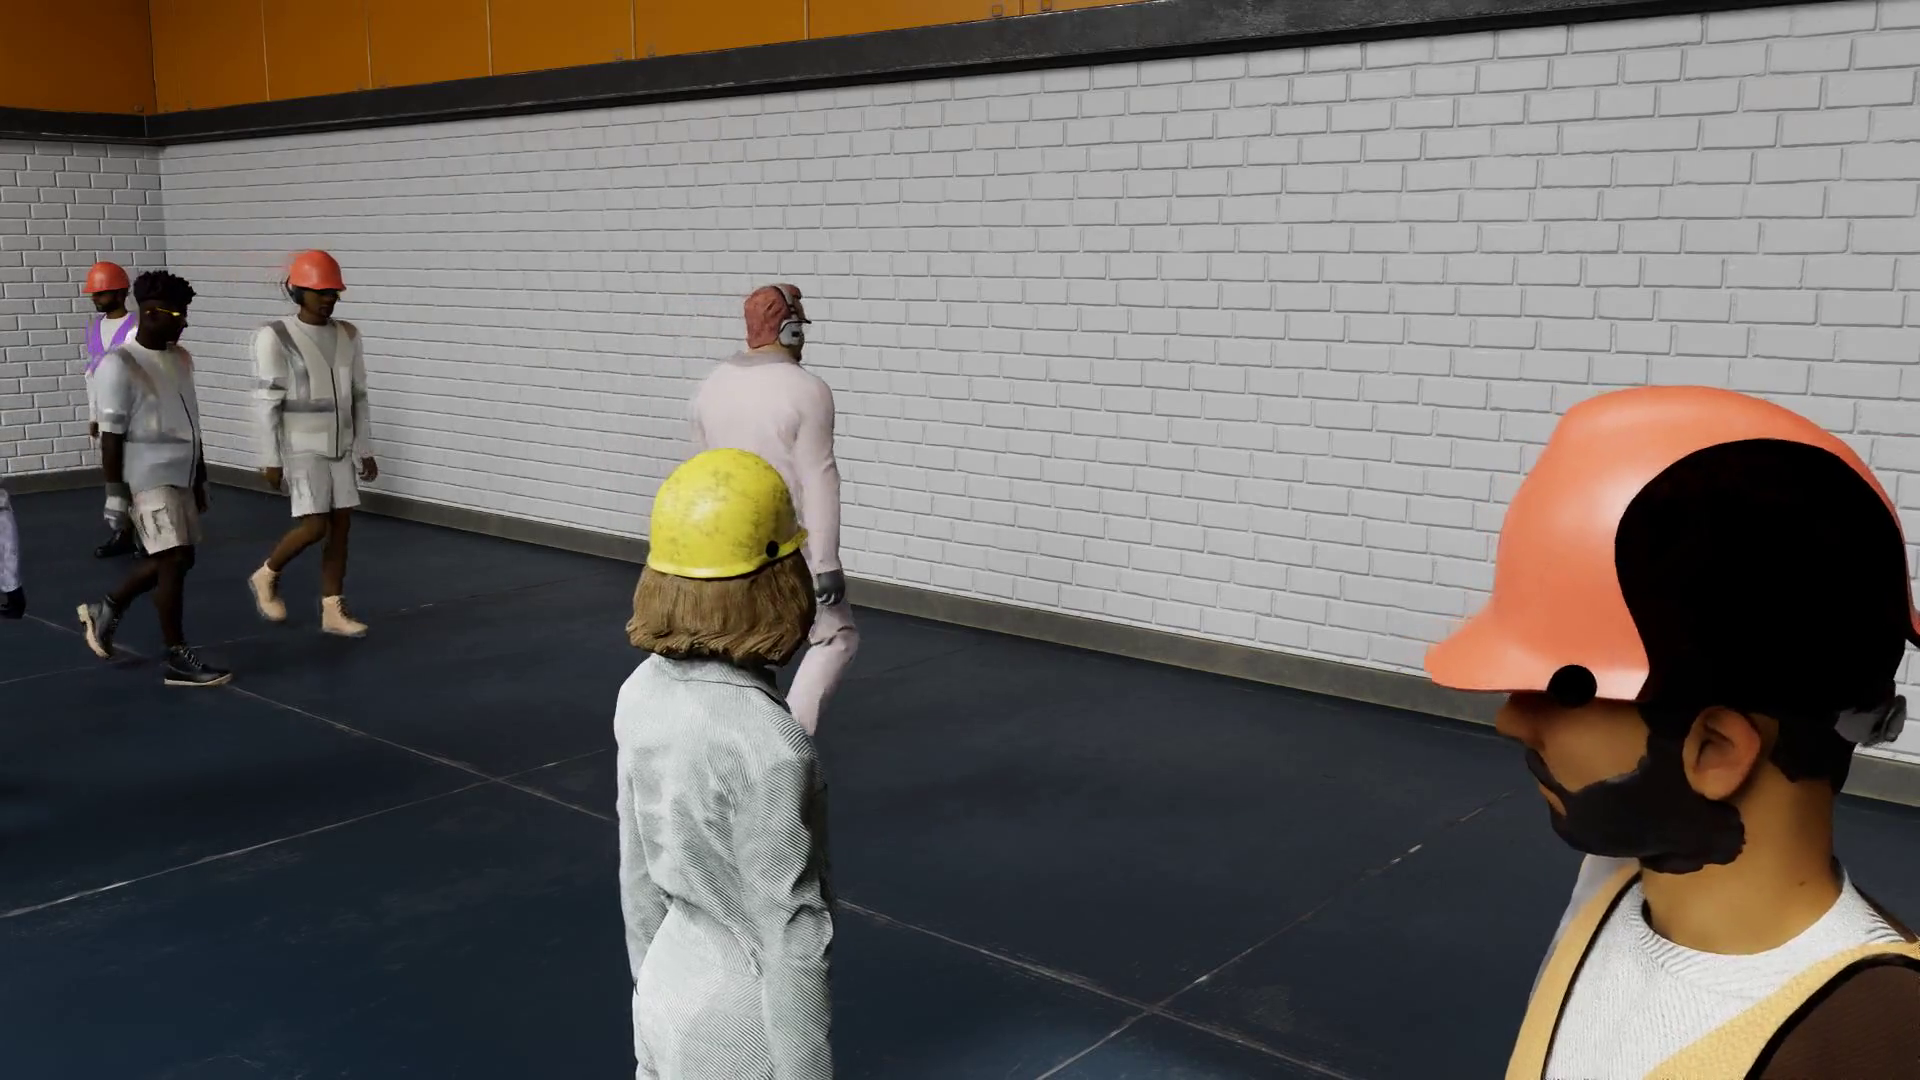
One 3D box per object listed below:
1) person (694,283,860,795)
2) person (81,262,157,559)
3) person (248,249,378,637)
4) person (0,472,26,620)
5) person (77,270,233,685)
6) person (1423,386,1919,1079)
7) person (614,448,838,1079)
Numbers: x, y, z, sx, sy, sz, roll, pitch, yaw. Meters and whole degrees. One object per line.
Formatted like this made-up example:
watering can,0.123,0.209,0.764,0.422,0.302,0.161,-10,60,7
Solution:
person,-0.645,0.029,6.017,0.669,1.894,0.432,8,13,38
person,-5.451,-0.831,10.815,0.551,1.933,0.373,3,10,16
person,-3.380,-0.489,8.651,0.613,2.023,0.606,5,11,28
person,-3.583,0.150,5.663,0.967,1.804,0.671,8,13,38
person,-3.832,-0.291,7.787,0.794,1.930,0.615,1,10,5
person,0.505,0.854,1.227,0.376,1.933,0.544,0,10,1
person,-0.322,0.734,2.440,0.284,1.746,0.491,-7,12,-37
